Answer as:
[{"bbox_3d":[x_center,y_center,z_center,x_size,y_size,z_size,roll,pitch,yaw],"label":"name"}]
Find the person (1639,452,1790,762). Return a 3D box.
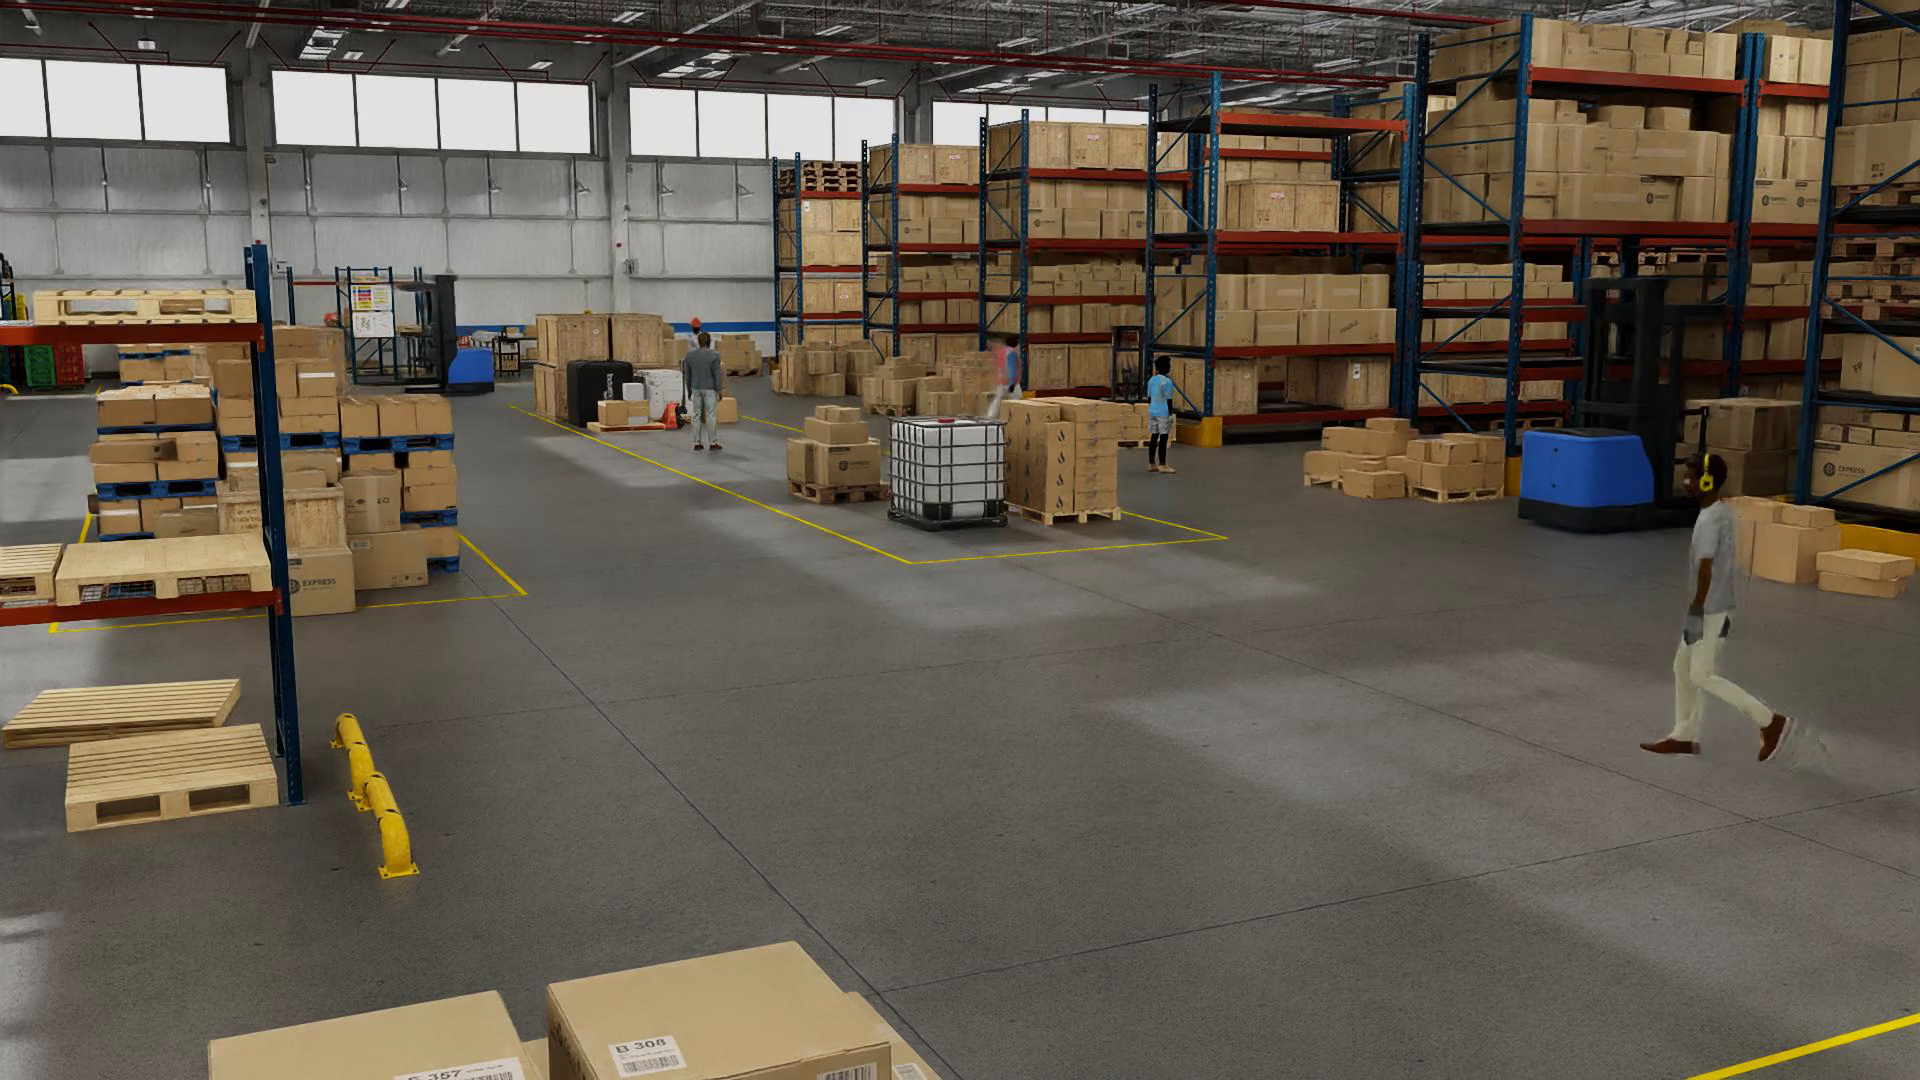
[{"bbox_3d":[4.467,0.409,9.756,0.715,1.845,0.527,4,10,23],"label":"person"}]

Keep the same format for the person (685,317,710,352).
[{"bbox_3d":[-5.966,-4.102,37.614,0.563,1.890,0.954,-7,12,-39],"label":"person"}]

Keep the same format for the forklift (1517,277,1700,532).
[{"bbox_3d":[7.437,-1.574,18.854,1.873,2.768,1.129,-4,10,-25],"label":"forklift"}]

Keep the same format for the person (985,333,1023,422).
[{"bbox_3d":[0.890,-2.882,30.355,1.027,1.793,0.641,-4,10,-21],"label":"person"}]

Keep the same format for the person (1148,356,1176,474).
[{"bbox_3d":[2.900,-1.800,23.916,0.316,1.695,0.540,-5,10,-27],"label":"person"}]

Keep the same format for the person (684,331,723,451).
[{"bbox_3d":[-4.147,-2.412,26.970,0.634,1.935,0.350,2,9,14],"label":"person"}]

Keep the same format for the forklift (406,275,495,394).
[{"bbox_3d":[-11.984,-4.812,38.944,1.873,2.768,1.129,-4,10,-25],"label":"forklift"}]

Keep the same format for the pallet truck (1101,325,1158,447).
[{"bbox_3d":[2.881,-2.596,27.923,0.823,1.965,1.885,-1,9,-7],"label":"pallet truck"}]

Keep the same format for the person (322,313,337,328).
[{"bbox_3d":[-14.304,-4.154,37.672,0.836,1.964,0.654,0,9,1],"label":"person"}]
